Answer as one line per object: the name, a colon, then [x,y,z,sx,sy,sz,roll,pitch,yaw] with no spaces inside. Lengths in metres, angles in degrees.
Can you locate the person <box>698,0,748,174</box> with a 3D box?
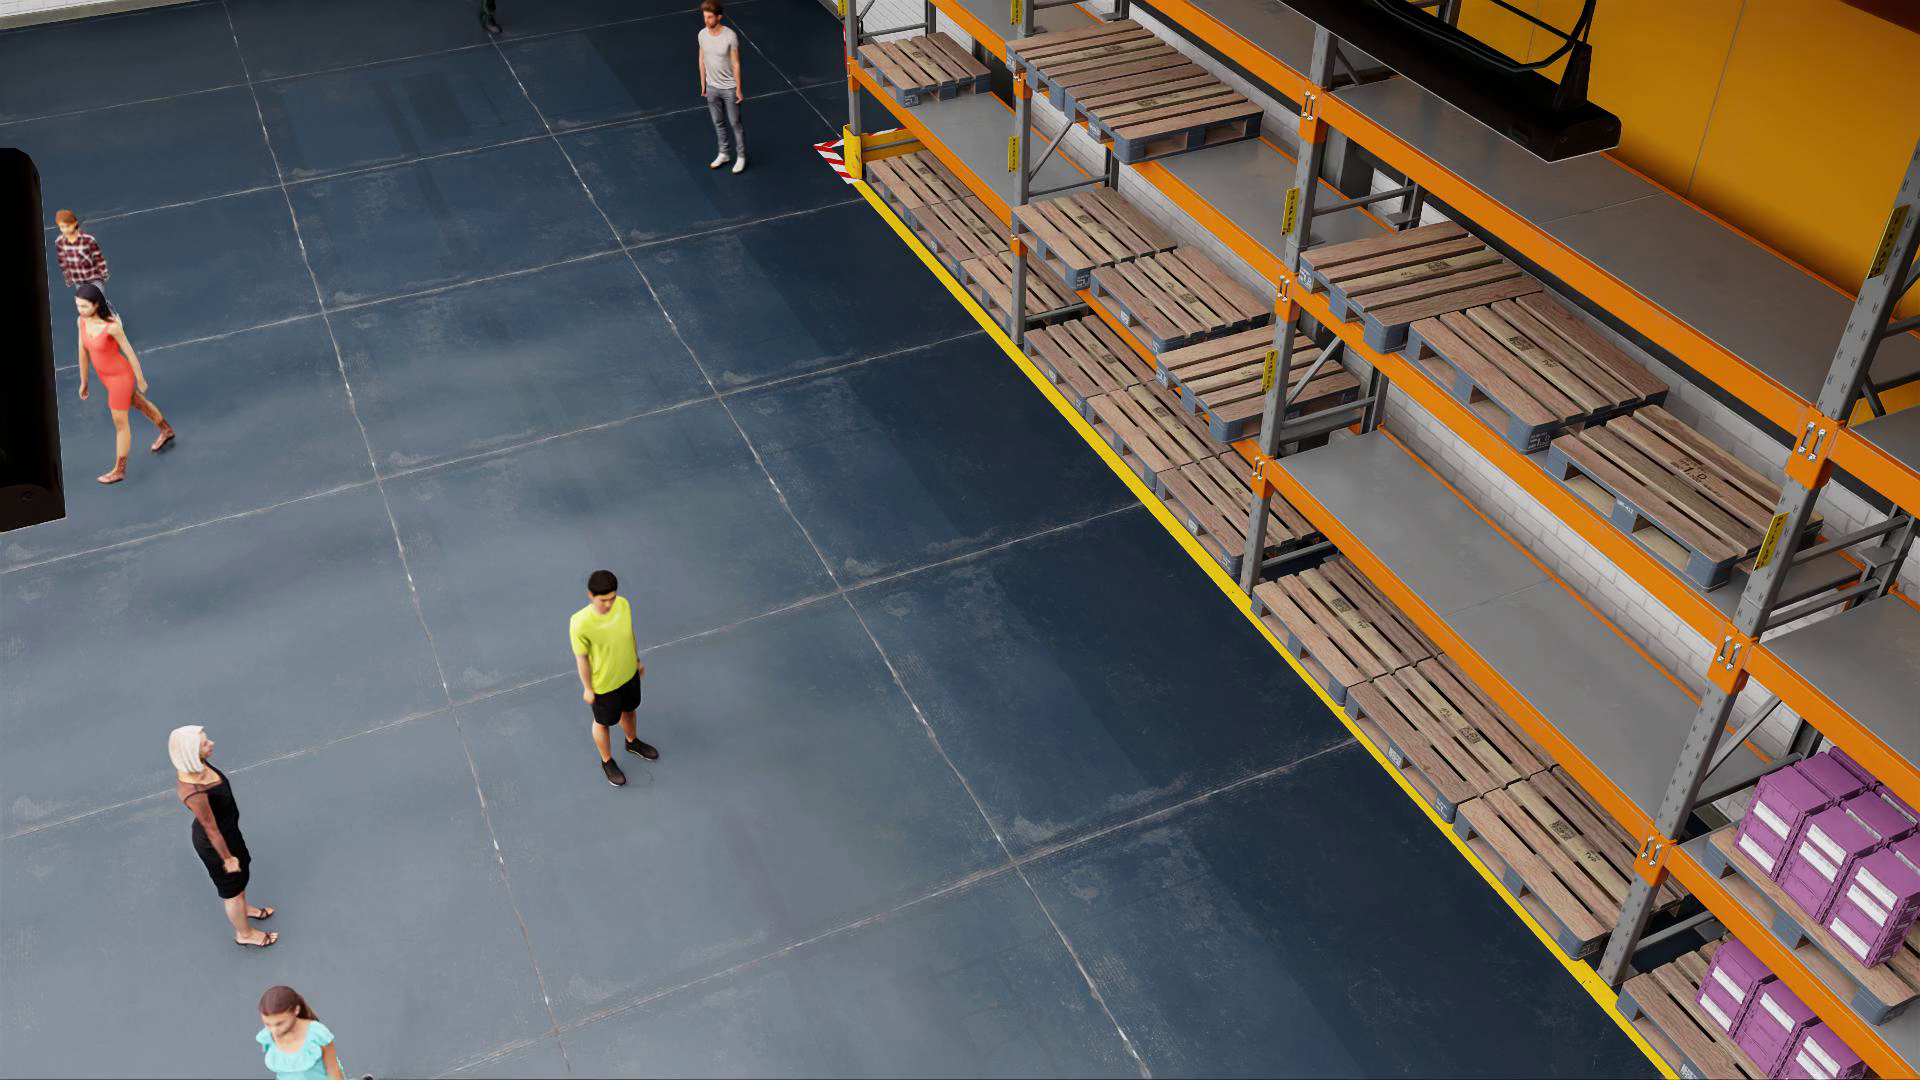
person: [-2.563,-4.933,18.024,0.739,1.889,0.804,14,41,17]

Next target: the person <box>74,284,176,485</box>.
person: [-6.901,-1.368,13.740,1.104,1.665,1.114,16,41,19]

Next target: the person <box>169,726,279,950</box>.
person: [-4.358,1.754,9.768,0.650,1.743,0.482,-12,40,-15]

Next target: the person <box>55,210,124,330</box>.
person: [-8.101,-2.502,15.453,0.603,1.299,0.614,-3,39,-4]

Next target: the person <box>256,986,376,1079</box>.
person: [-3.308,2.788,8.633,0.791,1.544,1.010,0,39,0]

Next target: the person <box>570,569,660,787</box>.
person: [-2.301,0.859,10.918,0.681,1.706,0.698,28,46,30]
